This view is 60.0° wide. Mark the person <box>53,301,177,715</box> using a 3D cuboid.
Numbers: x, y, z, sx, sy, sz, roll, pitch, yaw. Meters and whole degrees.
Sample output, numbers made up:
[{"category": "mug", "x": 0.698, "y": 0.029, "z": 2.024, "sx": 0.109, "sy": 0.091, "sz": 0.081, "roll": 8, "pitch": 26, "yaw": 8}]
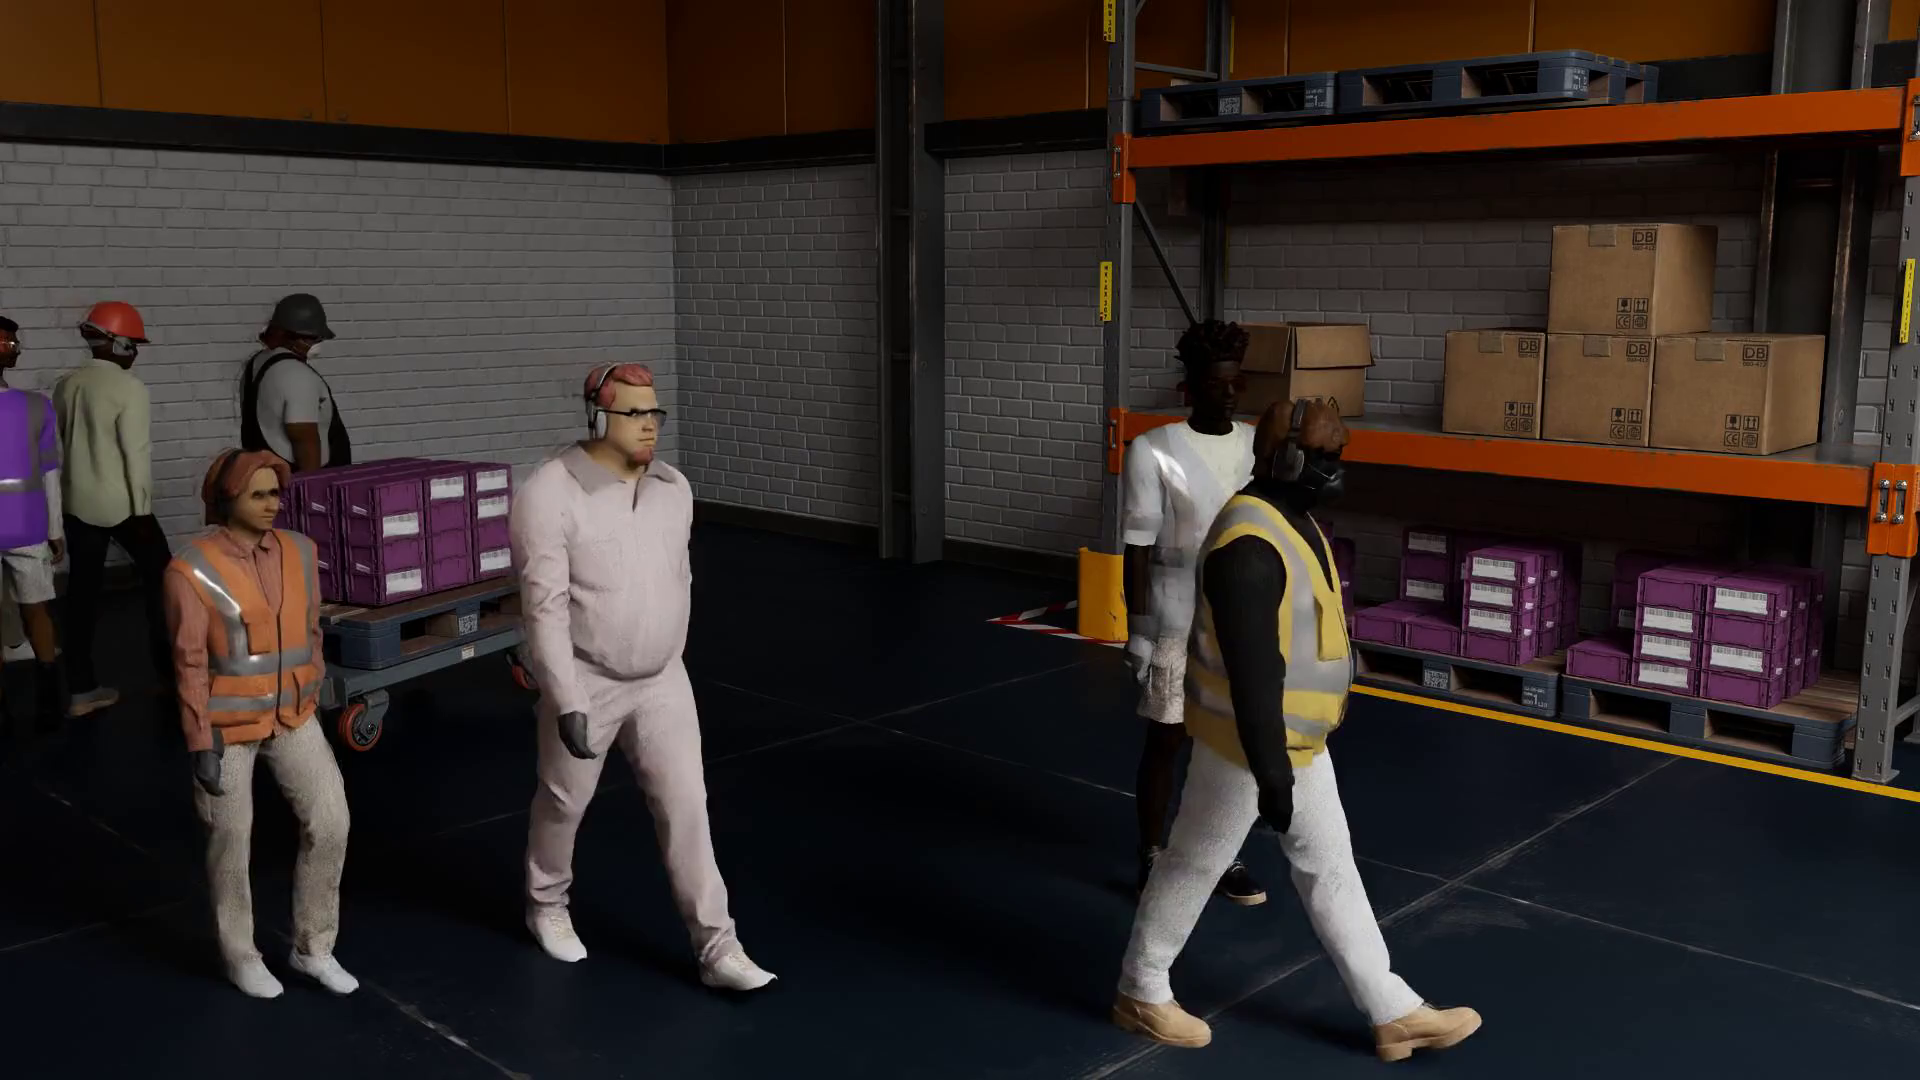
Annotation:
[{"category": "person", "x": -4.065, "y": -0.169, "z": 8.091, "sx": 0.648, "sy": 1.950, "sz": 0.828, "roll": 3, "pitch": 10, "yaw": 20}]

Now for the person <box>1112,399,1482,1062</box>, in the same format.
[{"category": "person", "x": 0.864, "y": 0.524, "z": 4.405, "sx": 1.006, "sy": 1.777, "sz": 0.657, "roll": 4, "pitch": 10, "yaw": 24}]

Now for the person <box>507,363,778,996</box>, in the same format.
[{"category": "person", "x": -1.000, "y": 0.410, "z": 4.891, "sx": 0.643, "sy": 1.853, "sz": 1.011, "roll": -9, "pitch": 13, "yaw": -43}]

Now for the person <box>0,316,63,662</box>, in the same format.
[{"category": "person", "x": -5.206, "y": -0.274, "z": 9.036, "sx": 0.513, "sy": 1.866, "sz": 0.331, "roll": 8, "pitch": 12, "yaw": 40}]

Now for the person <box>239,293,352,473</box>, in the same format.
[{"category": "person", "x": -3.584, "y": -0.326, "z": 8.813, "sx": 0.729, "sy": 2.000, "sz": 0.708, "roll": 9, "pitch": 13, "yaw": 44}]

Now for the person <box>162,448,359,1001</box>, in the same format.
[{"category": "person", "x": -1.964, "y": 0.548, "z": 4.725, "sx": 0.571, "sy": 1.613, "sz": 0.536, "roll": 6, "pitch": 11, "yaw": 31}]

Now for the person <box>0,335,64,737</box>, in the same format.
[{"category": "person", "x": -4.260, "y": -0.034, "z": 7.393, "sx": 0.555, "sy": 1.918, "sz": 0.643, "roll": -8, "pitch": 12, "yaw": -42}]

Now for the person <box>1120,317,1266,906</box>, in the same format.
[{"category": "person", "x": 0.807, "y": 0.256, "z": 5.466, "sx": 0.617, "sy": 1.964, "sz": 0.361, "roll": -4, "pitch": 10, "yaw": -25}]
